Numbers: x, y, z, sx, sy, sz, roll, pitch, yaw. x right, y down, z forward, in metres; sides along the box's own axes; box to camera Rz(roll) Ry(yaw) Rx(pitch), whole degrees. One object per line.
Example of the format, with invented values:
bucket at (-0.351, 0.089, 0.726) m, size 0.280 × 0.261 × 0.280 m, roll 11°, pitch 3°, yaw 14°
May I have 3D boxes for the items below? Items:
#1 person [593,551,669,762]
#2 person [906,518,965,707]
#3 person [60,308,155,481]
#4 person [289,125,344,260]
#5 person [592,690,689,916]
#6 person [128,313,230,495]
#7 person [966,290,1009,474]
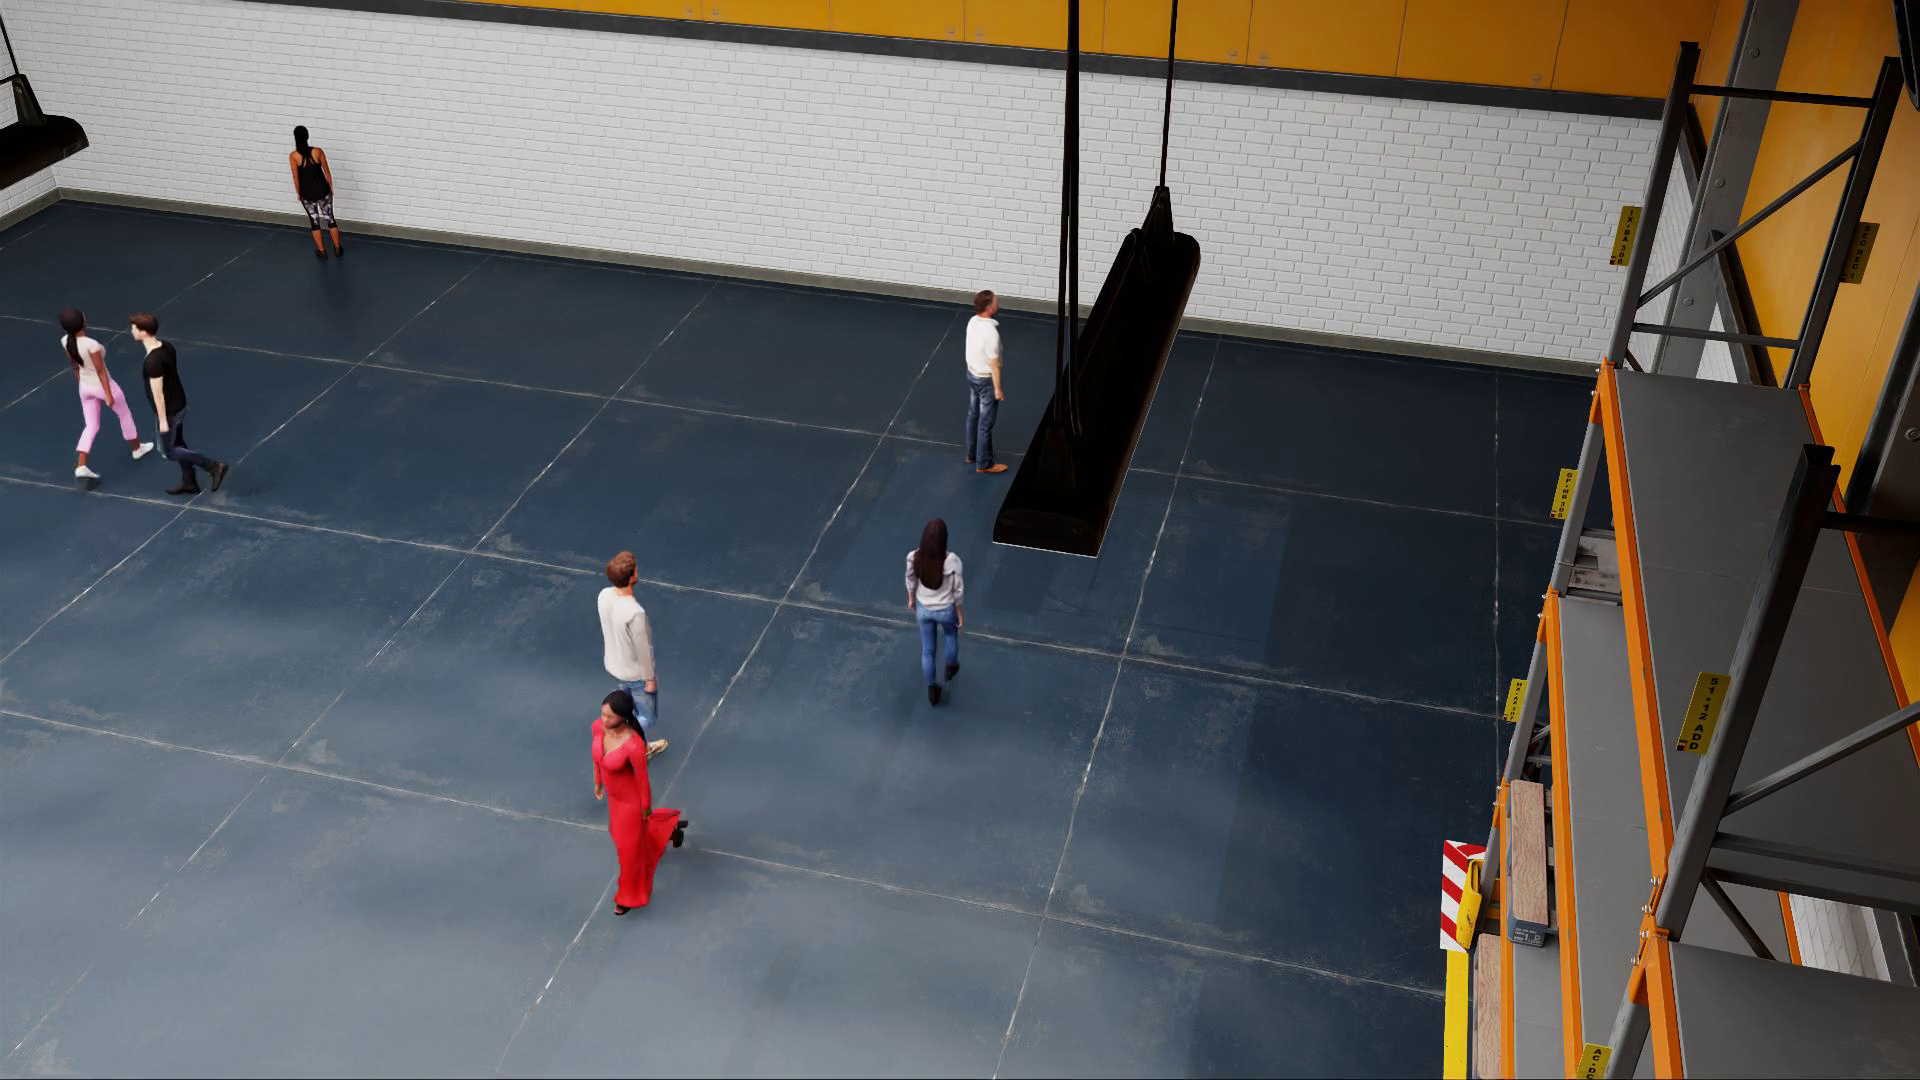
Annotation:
person at (-2.452, 0.963, 12.097) m, size 0.937 × 1.890 × 1.083 m, roll 27°, pitch 42°, yaw 34°
person at (-0.195, 0.600, 12.890) m, size 0.663 × 1.616 × 0.780 m, roll 5°, pitch 34°, yaw 7°
person at (-8.242, -1.361, 15.760) m, size 0.629 × 1.706 × 1.141 m, roll 10°, pitch 35°, yaw 15°
person at (-7.803, -4.219, 20.098) m, size 0.653 × 1.663 × 0.708 m, roll -17°, pitch 37°, yaw -24°
person at (-2.165, 1.686, 11.124) m, size 0.883 × 1.763 × 1.070 m, roll 25°, pitch 41°, yaw 33°
person at (-7.226, -1.219, 15.384) m, size 0.984 × 1.884 × 0.961 m, roll -8°, pitch 34°, yaw -12°
person at (0.210, -1.524, 15.869) m, size 0.814 × 1.856 × 0.727 m, roll -13°, pitch 36°, yaw -19°
